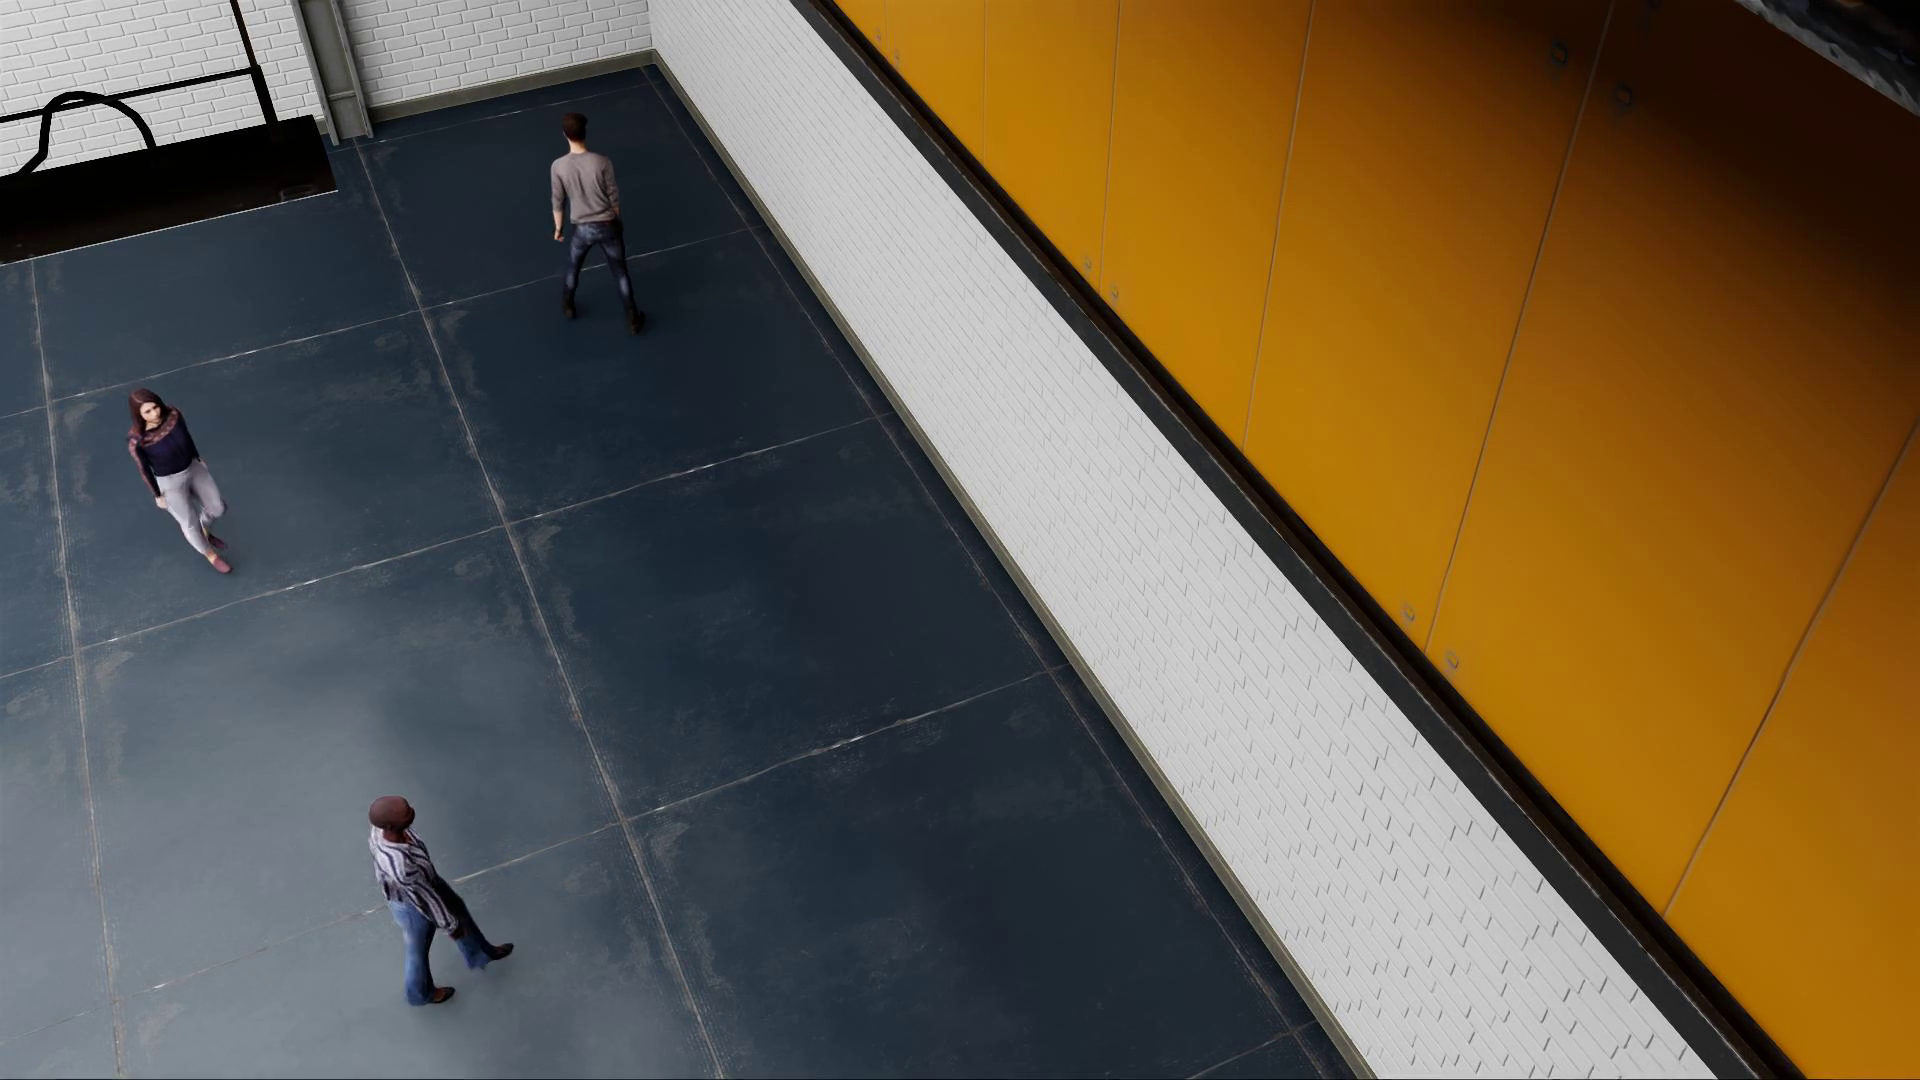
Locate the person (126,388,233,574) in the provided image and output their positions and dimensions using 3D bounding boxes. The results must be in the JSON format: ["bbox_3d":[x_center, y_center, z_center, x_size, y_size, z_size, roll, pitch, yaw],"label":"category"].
[{"bbox_3d":[-5.449,-0.428,11.546,0.798,1.602,0.721,21,48,21],"label":"person"}]

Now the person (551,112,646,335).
[{"bbox_3d":[-3.023,-2.542,13.578,0.937,1.860,1.105,-2,44,-2],"label":"person"}]

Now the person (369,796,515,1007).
[{"bbox_3d":[-2.984,1.991,8.884,0.876,1.770,0.685,-20,47,-20],"label":"person"}]
